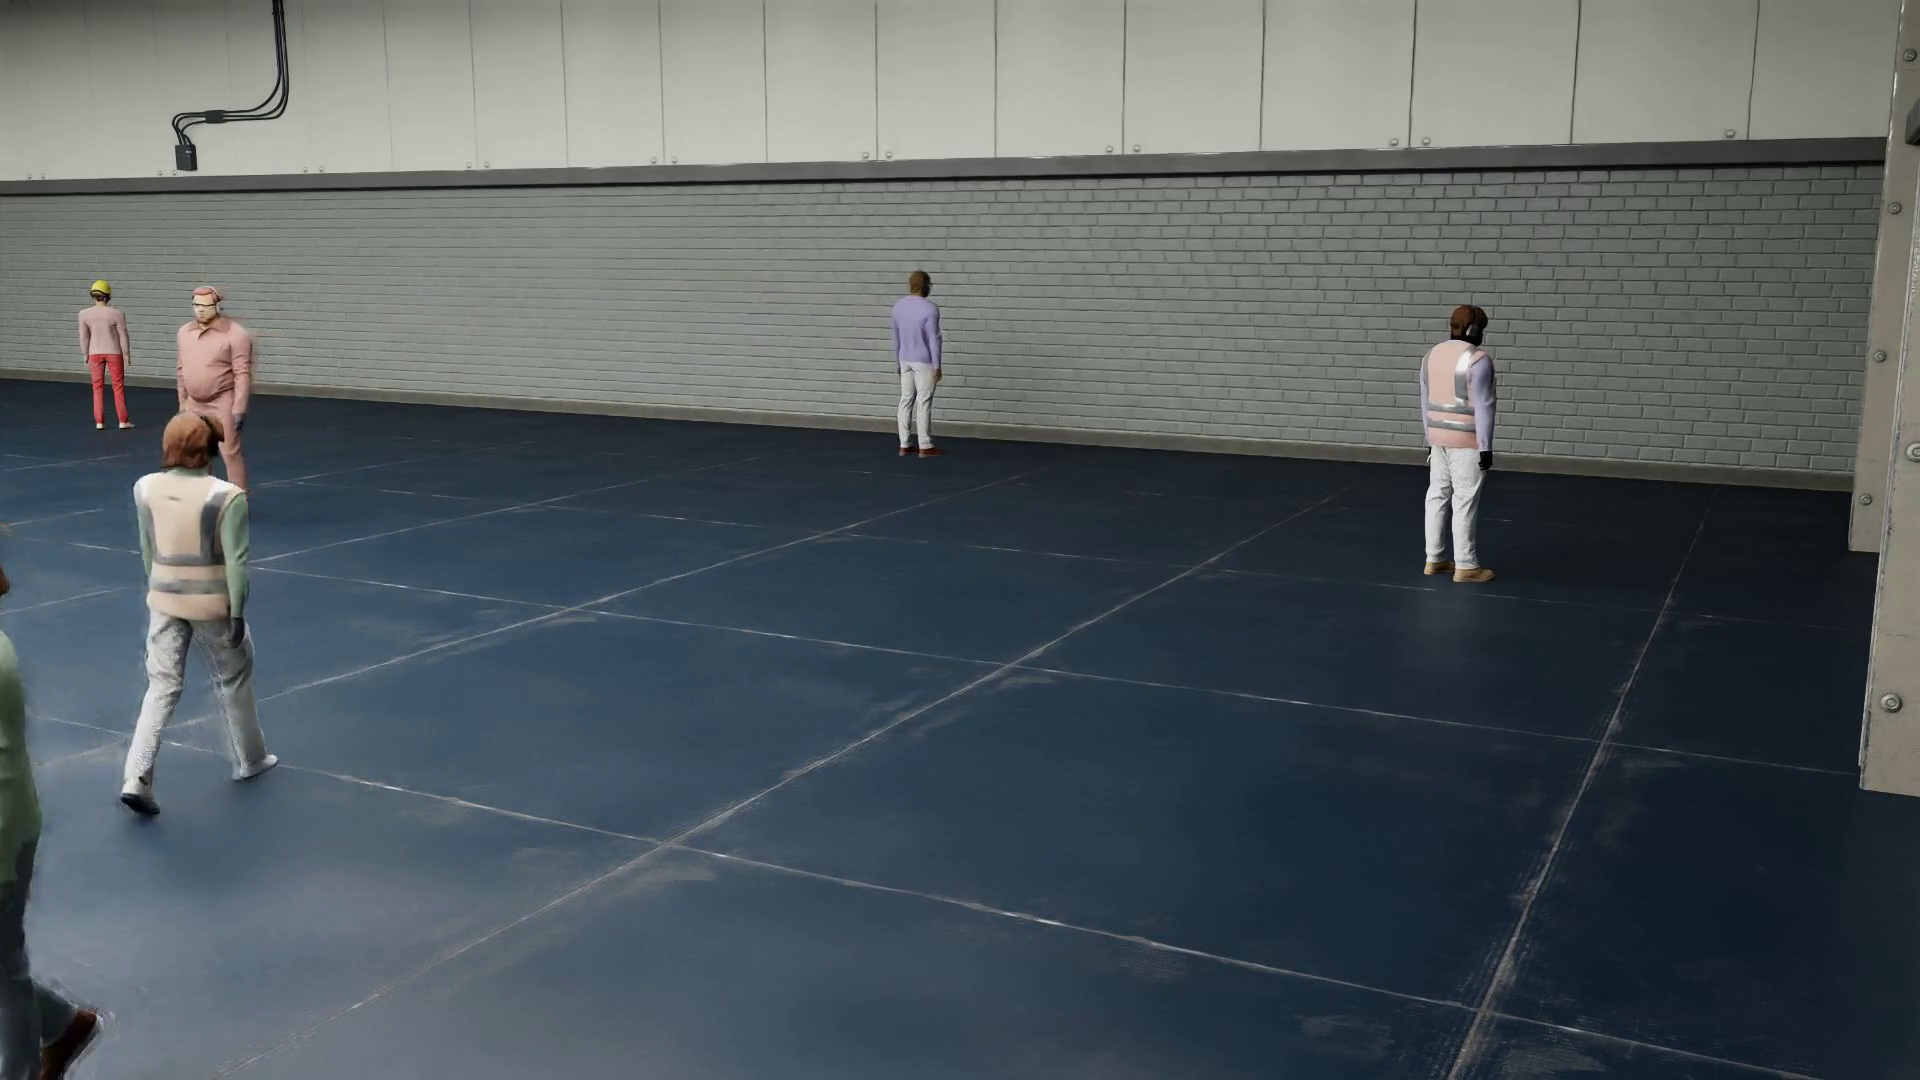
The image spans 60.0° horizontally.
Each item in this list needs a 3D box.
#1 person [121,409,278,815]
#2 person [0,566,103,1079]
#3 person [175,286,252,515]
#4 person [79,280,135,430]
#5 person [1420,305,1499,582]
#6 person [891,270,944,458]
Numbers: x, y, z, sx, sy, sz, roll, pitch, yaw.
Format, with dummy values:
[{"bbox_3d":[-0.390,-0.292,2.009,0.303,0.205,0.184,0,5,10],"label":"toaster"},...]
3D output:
[{"bbox_3d":[-3.118,0.278,6.726,0.523,1.604,0.837,1,10,7],"label":"person"},{"bbox_3d":[-2.435,0.740,4.129,0.525,1.619,0.383,9,14,40],"label":"person"},{"bbox_3d":[-5.955,-1.071,13.274,0.663,1.901,0.402,3,11,13],"label":"person"},{"bbox_3d":[-10.107,-2.183,19.698,0.534,1.767,0.313,-2,11,-10],"label":"person"},{"bbox_3d":[3.347,-0.643,11.113,0.429,1.838,0.621,-5,11,-24],"label":"person"},{"bbox_3d":[-0.439,-1.826,17.277,0.635,1.937,0.352,9,14,40],"label":"person"}]
